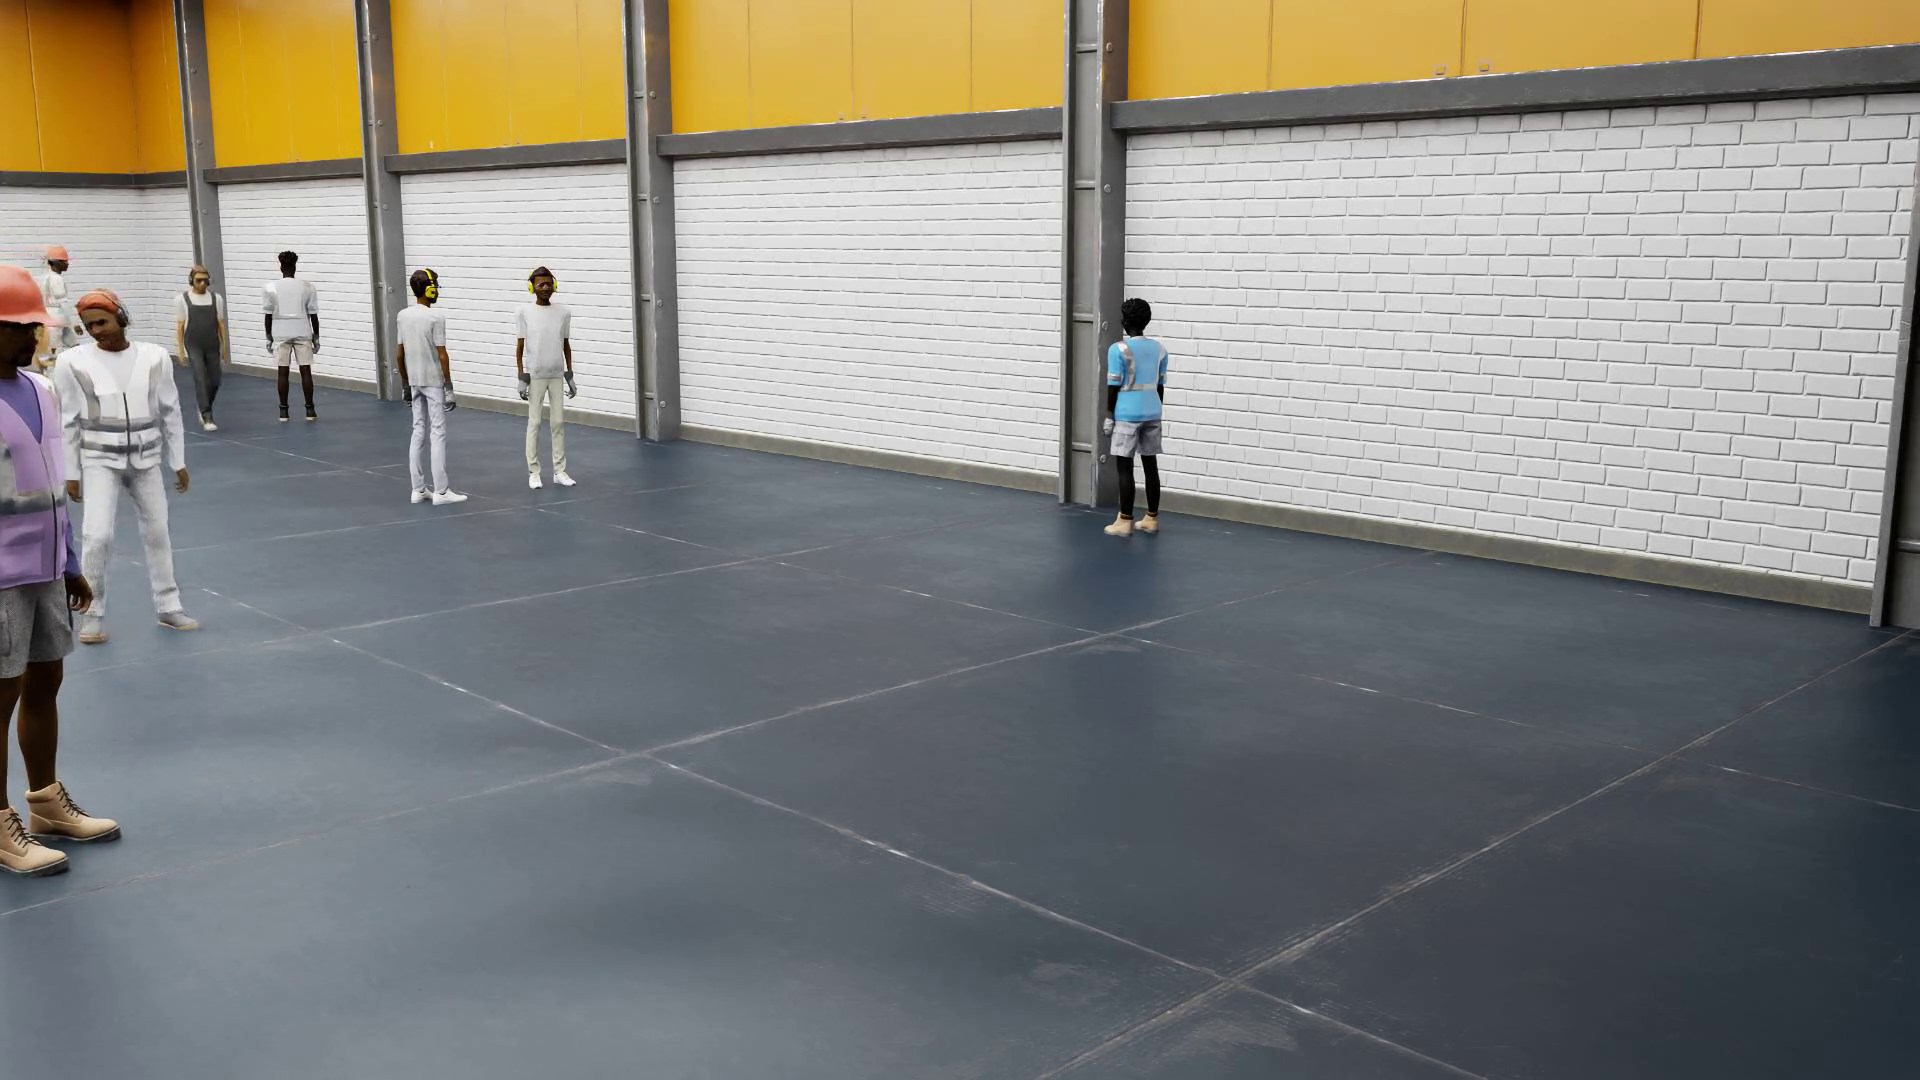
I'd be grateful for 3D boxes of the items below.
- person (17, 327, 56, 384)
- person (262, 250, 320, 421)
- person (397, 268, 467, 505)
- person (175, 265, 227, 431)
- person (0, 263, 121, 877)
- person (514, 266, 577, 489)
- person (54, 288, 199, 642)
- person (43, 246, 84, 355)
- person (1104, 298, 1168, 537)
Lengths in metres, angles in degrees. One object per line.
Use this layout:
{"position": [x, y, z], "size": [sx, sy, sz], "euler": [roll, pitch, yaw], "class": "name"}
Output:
{"position": [-7.075, -1.089, 12.527], "size": [0.538, 1.894, 0.975], "euler": [-1, 10, -7], "class": "person"}
{"position": [-7.694, -2.347, 19.171], "size": [0.604, 1.958, 0.371], "euler": [-4, 11, -22], "class": "person"}
{"position": [-4.229, -1.216, 13.243], "size": [0.536, 1.869, 0.312], "euler": [5, 12, 27], "class": "person"}
{"position": [-8.376, -2.126, 18.363], "size": [0.509, 1.820, 0.737], "euler": [-8, 13, -38], "class": "person"}
{"position": [-3.163, 0.098, 5.613], "size": [0.377, 2.041, 0.607], "euler": [1, 10, 5], "class": "person"}
{"position": [-3.506, -1.376, 14.112], "size": [0.516, 1.872, 0.327], "euler": [-7, 13, -34], "class": "person"}
{"position": [-4.442, -0.390, 8.795], "size": [0.642, 1.867, 0.417], "euler": [-9, 14, -41], "class": "person"}
{"position": [-12.029, -2.922, 22.254], "size": [1.102, 1.987, 0.613], "euler": [-6, 12, -31], "class": "person"}
{"position": [1.252, -0.871, 11.849], "size": [0.532, 1.693, 0.319], "euler": [-8, 13, -36], "class": "person"}
